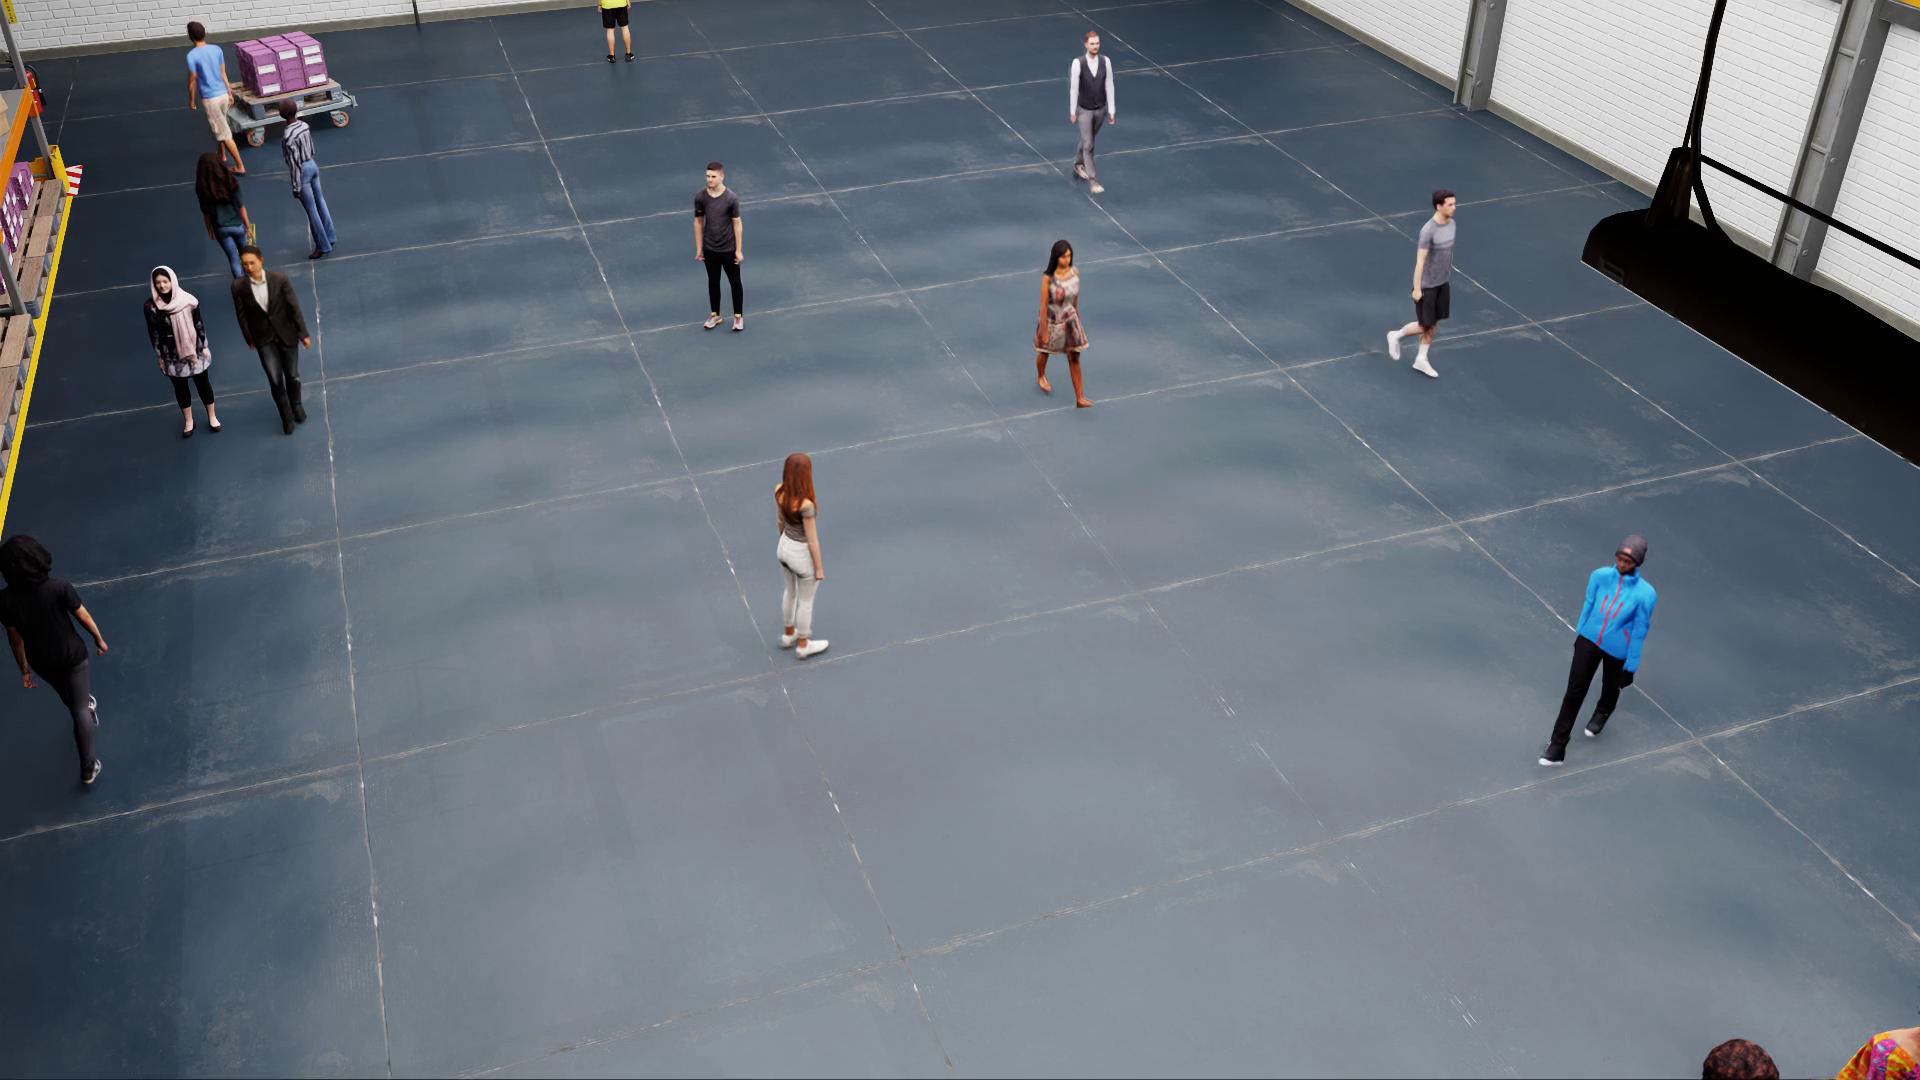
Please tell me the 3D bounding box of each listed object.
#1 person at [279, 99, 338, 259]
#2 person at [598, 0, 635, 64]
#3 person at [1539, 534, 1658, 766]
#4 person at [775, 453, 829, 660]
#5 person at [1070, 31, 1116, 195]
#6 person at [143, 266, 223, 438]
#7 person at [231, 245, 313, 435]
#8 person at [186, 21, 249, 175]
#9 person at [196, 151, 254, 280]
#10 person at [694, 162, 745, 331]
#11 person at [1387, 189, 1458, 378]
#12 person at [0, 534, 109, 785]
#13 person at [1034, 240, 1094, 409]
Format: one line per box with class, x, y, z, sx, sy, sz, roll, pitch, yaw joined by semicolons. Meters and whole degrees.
person;-7.212;-3.992;18.350;0.759;1.795;0.630;4;34;6
person;-5.042;-7.841;24.219;0.643;1.708;0.561;-8;34;-11
person;4.446;0.710;11.330;1.192;1.735;1.091;24;41;32
person;-1.201;0.122;12.232;0.719;1.716;0.586;-27;42;-34
person;1.552;-5.204;20.102;0.639;1.875;1.237;-11;35;-17
person;-7.059;-1.732;15.091;0.627;1.638;0.613;-13;36;-19
person;-6.275;-1.900;15.216;0.745;1.780;0.769;-16;37;-22
person;-9.091;-5.394;20.426;1.115;1.832;1.056;14;36;20
person;-7.641;-3.247;17.398;0.640;1.607;0.674;-17;37;-23
person;-2.422;-2.979;16.854;0.721;1.764;0.714;5;34;8
person;4.478;-2.511;16.062;0.806;1.861;0.932;-22;40;-30
person;-6.032;0.829;11.104;0.680;1.787;1.129;-10;35;-15
person;0.878;-2.061;15.621;0.757;1.600;1.145;-17;37;-23
